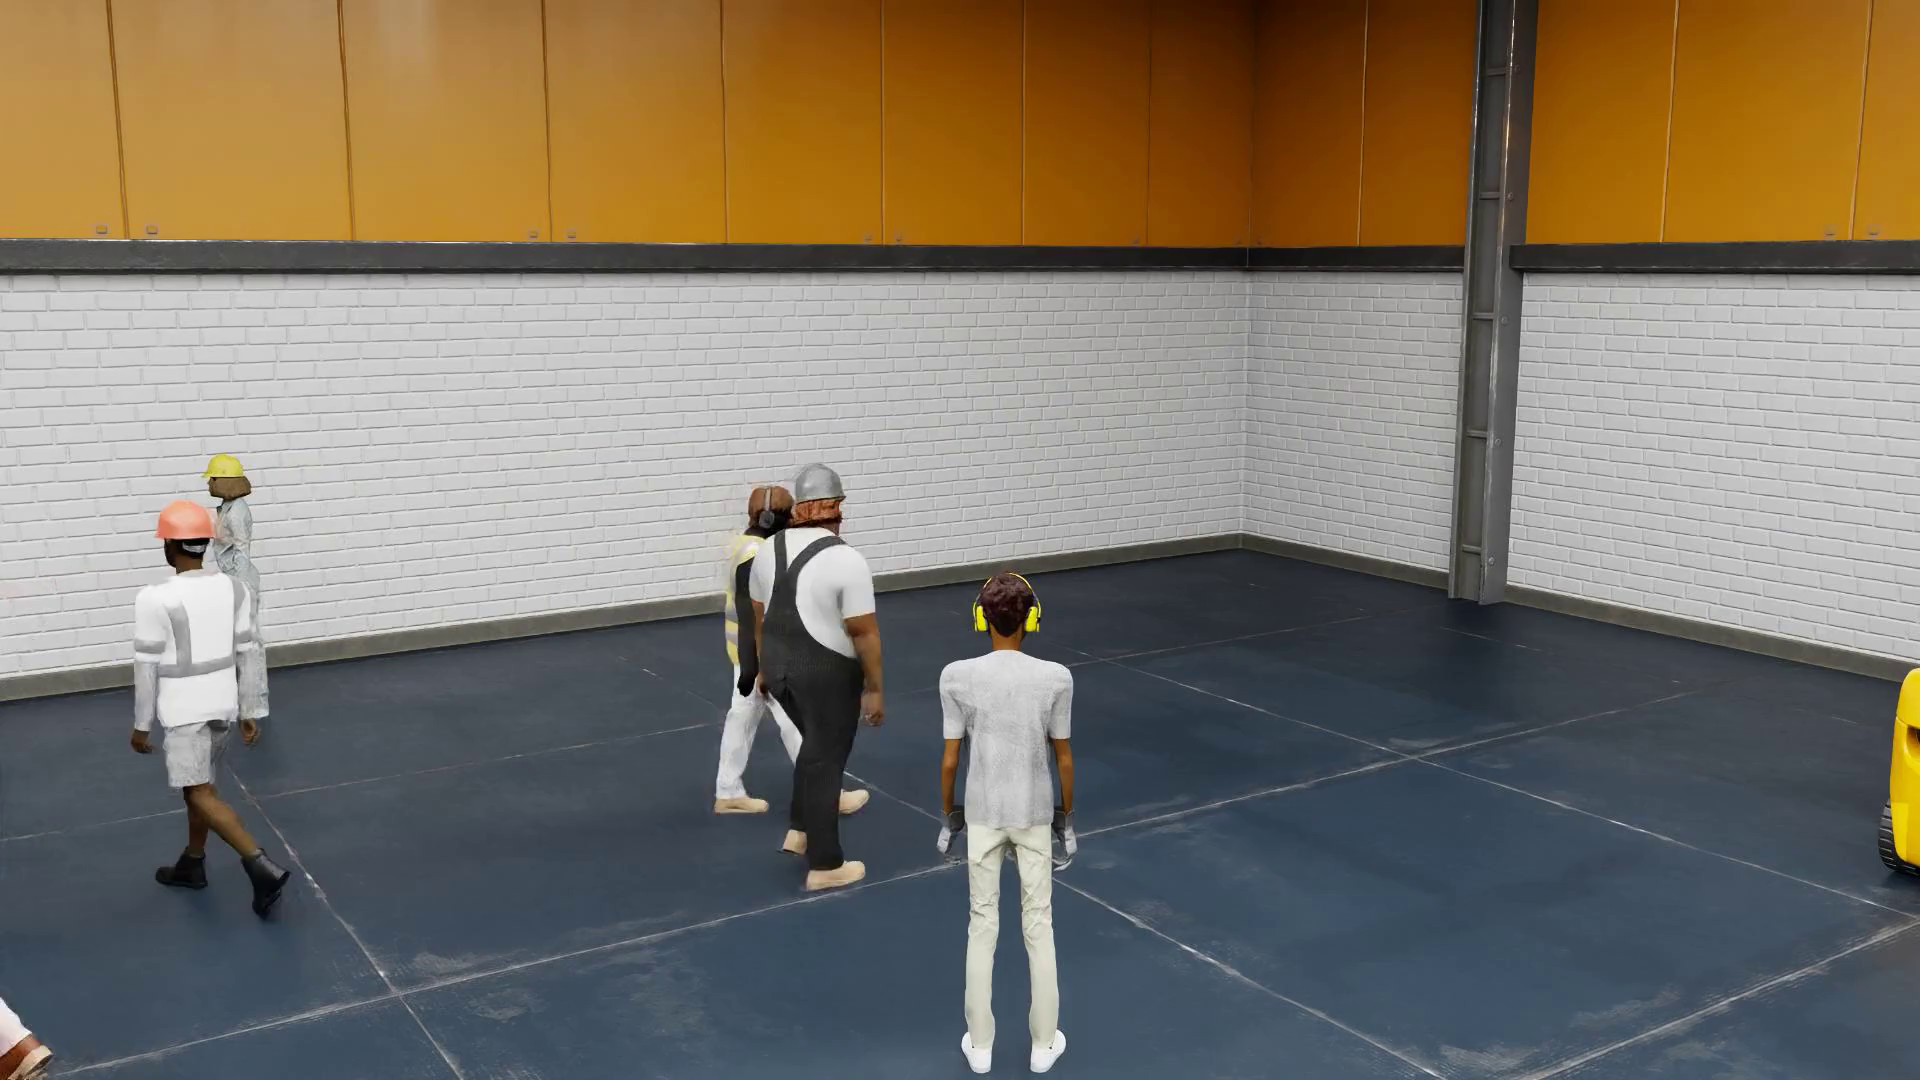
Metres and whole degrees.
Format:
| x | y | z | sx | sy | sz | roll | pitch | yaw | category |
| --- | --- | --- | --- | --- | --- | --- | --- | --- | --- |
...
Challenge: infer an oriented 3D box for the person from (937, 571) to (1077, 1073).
| x | y | z | sx | sy | sz | roll | pitch | yaw | category |
| --- | --- | --- | --- | --- | --- | --- | --- | --- | --- |
| 0.174 | 1.036 | 6.102 | 0.515 | 1.865 | 0.329 | 1 | 9 | 3 | person |

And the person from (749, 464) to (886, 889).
| x | y | z | sx | sy | sz | roll | pitch | yaw | category |
| --- | --- | --- | --- | --- | --- | --- | --- | --- | --- |
| -0.648 | 0.632 | 8.000 | 0.805 | 2.000 | 0.543 | 8 | 12 | 41 | person |

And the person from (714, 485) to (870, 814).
| x | y | z | sx | sy | sz | roll | pitch | yaw | category |
| --- | --- | --- | --- | --- | --- | --- | --- | --- | --- |
| -0.921 | 0.604 | 8.893 | 0.902 | 1.803 | 0.627 | -1 | 10 | -7 | person |

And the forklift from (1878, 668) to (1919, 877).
| x | y | z | sx | sy | sz | roll | pitch | yaw | category |
| --- | --- | --- | --- | --- | --- | --- | --- | --- | --- |
| 5.511 | 0.571 | 7.906 | 2.313 | 2.155 | 1.214 | -6 | 11 | -33 | forklift |

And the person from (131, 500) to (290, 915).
| x | y | z | sx | sy | sz | roll | pitch | yaw | category |
| --- | --- | --- | --- | --- | --- | --- | --- | --- | --- |
| -3.448 | 0.764 | 7.651 | 0.919 | 1.900 | 0.541 | 4 | 10 | 25 | person |

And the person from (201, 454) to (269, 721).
| x | y | z | sx | sy | sz | roll | pitch | yaw | category |
| --- | --- | --- | --- | --- | --- | --- | --- | --- | --- |
| -4.731 | 0.306 | 10.853 | 0.306 | 1.745 | 0.483 | -5 | 10 | -26 | person |

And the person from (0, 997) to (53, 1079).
| x | y | z | sx | sy | sz | roll | pitch | yaw | category |
| --- | --- | --- | --- | --- | --- | --- | --- | --- | --- |
| -3.489 | 1.069 | 5.566 | 0.485 | 1.979 | 0.616 | 0 | 9 | 1 | person |
